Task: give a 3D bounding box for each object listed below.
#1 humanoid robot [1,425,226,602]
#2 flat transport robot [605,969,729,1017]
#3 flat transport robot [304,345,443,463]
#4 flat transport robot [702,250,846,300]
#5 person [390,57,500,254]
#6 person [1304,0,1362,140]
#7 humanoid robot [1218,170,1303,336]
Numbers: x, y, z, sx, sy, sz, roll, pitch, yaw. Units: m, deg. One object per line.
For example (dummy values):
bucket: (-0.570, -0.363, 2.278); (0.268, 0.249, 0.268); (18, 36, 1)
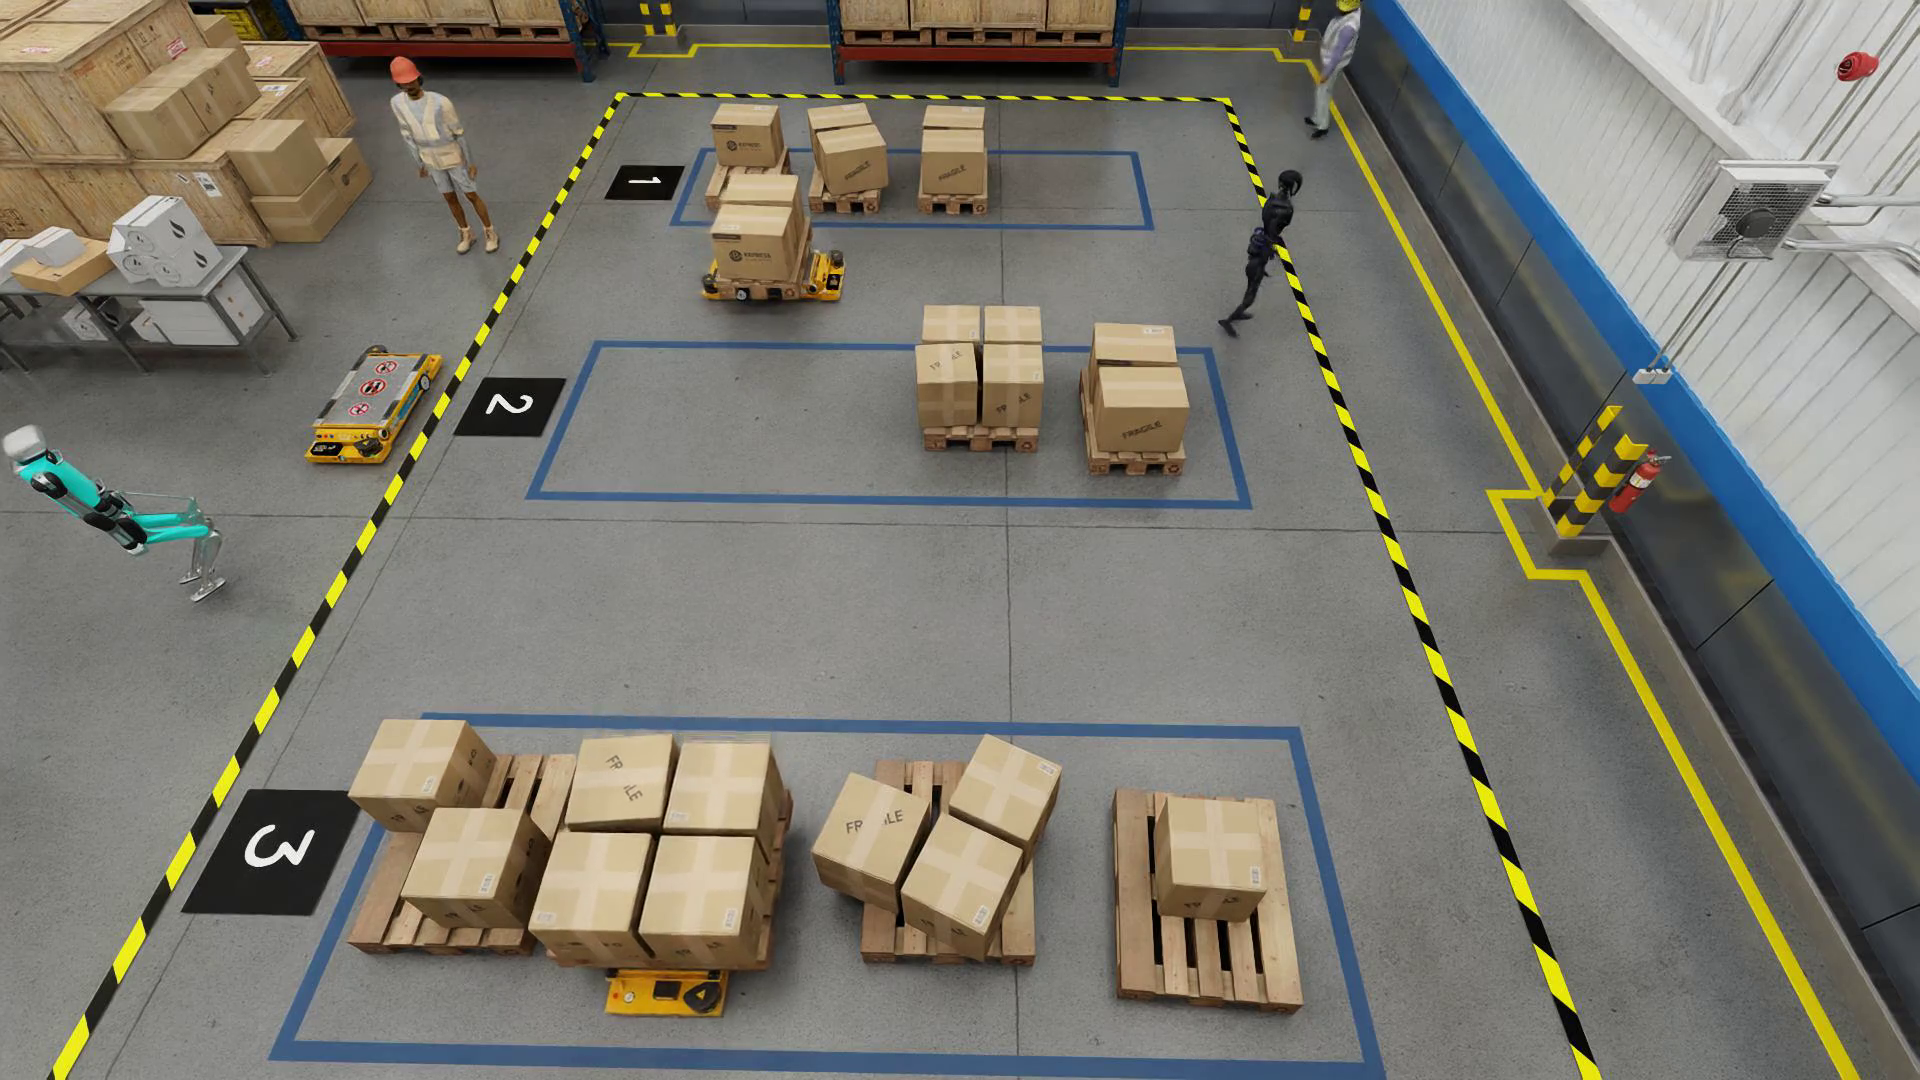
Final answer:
humanoid robot: (-5.798, -0.230, 6.515); (0.735, 1.673, 0.533); (-36, 58, -26)
flat transport robot: (-1.662, 2.091, 5.579); (0.652, 0.197, 1.431); (1, 50, 1)
flat transport robot: (-5.383, -1.269, 8.441); (0.659, 0.231, 1.431); (1, 50, 1)
flat transport robot: (-1.969, -2.830, 9.743); (1.431, 0.197, 0.652); (1, 50, 1)
person: (-5.386, -3.958, 9.552); (0.613, 2.047, 0.356); (-2, 50, -1)
person: (4.656, -5.967, 11.435); (0.406, 1.777, 0.672); (16, 52, 13)
humanoid robot: (2.858, -2.744, 8.770); (0.417, 1.647, 0.584); (16, 52, 13)
